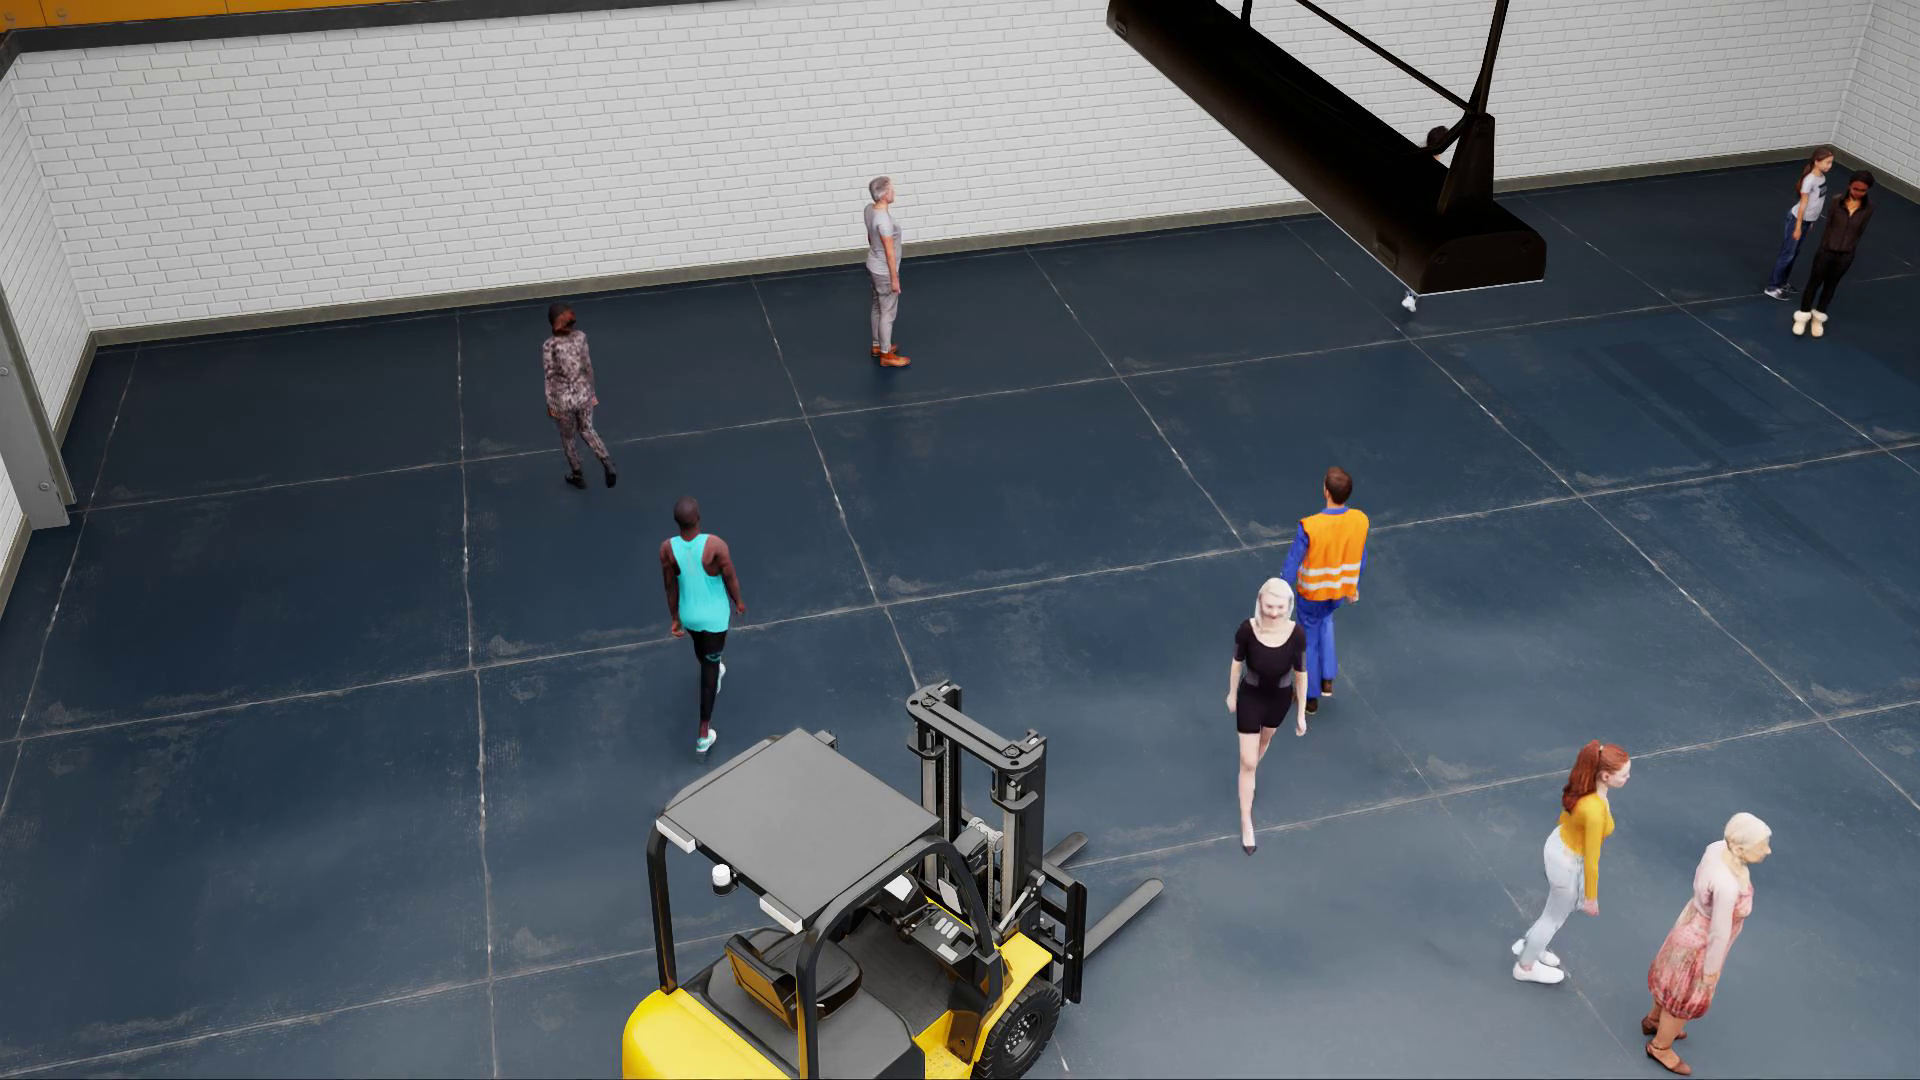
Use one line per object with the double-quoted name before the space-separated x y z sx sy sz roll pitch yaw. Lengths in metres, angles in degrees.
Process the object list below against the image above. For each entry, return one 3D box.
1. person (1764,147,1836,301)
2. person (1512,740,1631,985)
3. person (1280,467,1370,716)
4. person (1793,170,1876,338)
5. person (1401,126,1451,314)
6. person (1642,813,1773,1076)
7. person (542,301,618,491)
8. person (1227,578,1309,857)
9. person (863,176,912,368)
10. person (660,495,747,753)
"person" 8.477 -3.212 16.759 0.618 1.553 0.645 -29 43 -36
"person" 3.235 1.774 9.093 0.785 1.735 0.653 5 34 8
"person" 2.452 0.395 11.066 0.723 1.849 0.692 -12 35 -17
"person" 8.426 -2.750 15.966 0.670 1.661 0.716 5 34 8
"person" 4.546 -3.111 16.321 1.072 1.870 1.109 21 39 28
"person" 3.869 2.079 8.674 0.758 1.692 0.667 9 35 13
"person" -3.088 -1.107 13.458 0.971 1.702 0.832 28 43 35
"person" 1.870 0.951 10.277 0.790 1.795 1.138 0 34 -1
"person" -0.719 -2.500 15.434 0.779 1.834 0.541 -13 36 -19
"person" -1.694 0.568 10.879 0.940 1.768 1.258 3 34 5
